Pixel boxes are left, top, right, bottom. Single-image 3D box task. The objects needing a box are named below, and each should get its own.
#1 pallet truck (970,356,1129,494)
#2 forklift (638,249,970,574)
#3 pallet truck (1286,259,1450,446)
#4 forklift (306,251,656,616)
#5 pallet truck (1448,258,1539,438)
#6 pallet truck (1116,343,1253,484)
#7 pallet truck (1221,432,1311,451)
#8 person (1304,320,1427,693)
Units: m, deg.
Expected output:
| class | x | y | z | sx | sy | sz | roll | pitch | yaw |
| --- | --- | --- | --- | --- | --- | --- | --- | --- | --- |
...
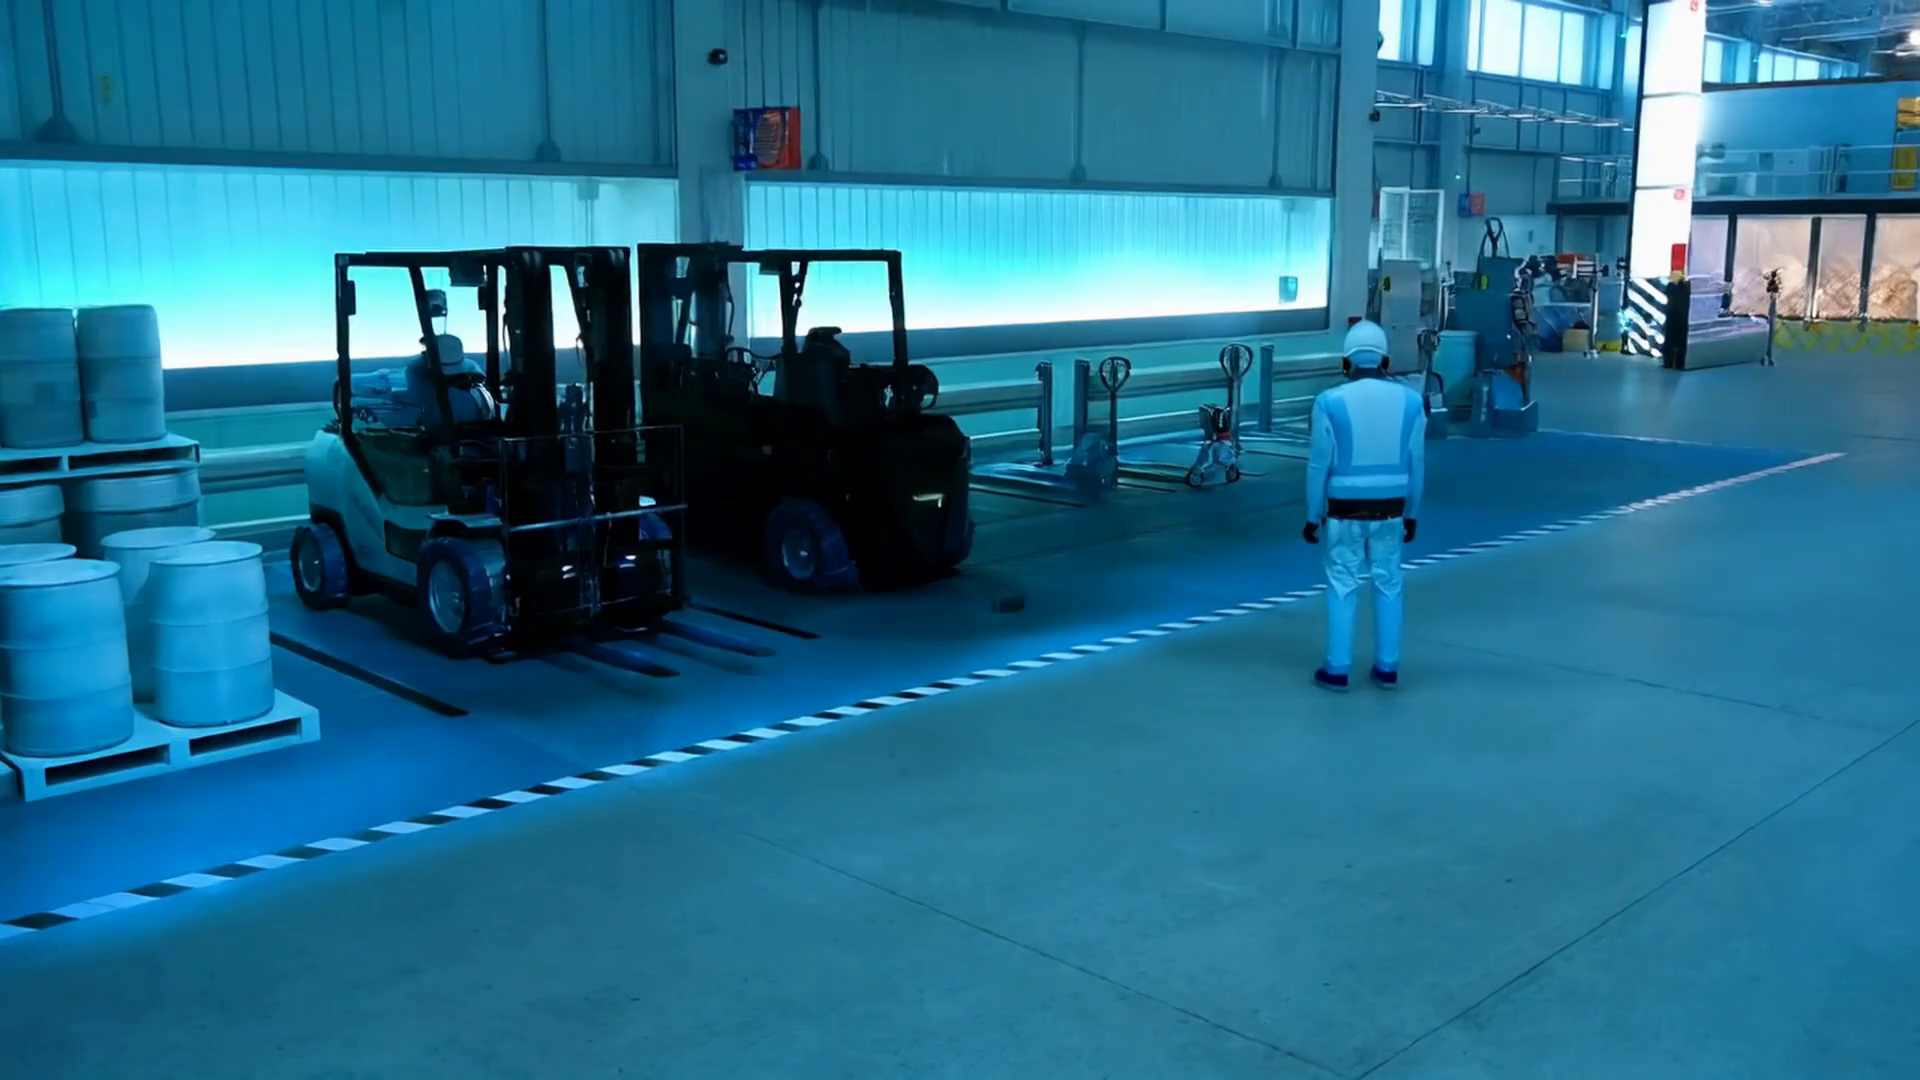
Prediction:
| class | x | y | z | sx | sy | sz | roll | pitch | yaw |
| --- | --- | --- | --- | --- | --- | --- | --- | --- | --- |
| pallet truck | 0.784 | -1.085 | 14.876 | 0.680 | 1.201 | 1.601 | -10 | 14 | -44 |
| forklift | -1.173 | -0.958 | 11.239 | 2.680 | 1.987 | 1.157 | 10 | 14 | 43 |
| pallet truck | 4.493 | -2.078 | 18.196 | 0.823 | 1.965 | 1.885 | -9 | 14 | -40 |
| forklift | -2.833 | -0.669 | 9.694 | 1.157 | 1.987 | 2.680 | -10 | 14 | -44 |
| pallet truck | 5.704 | -2.208 | 18.901 | 1.885 | 1.965 | 0.823 | 10 | 14 | 43 |
| pallet truck | 1.962 | -1.215 | 15.415 | 1.522 | 1.261 | 0.704 | 10 | 14 | 43 |
| pallet truck | 3.563 | -1.581 | 17.381 | 0.653 | 1.274 | 1.630 | -10 | 14 | -44 |
| person | 1.973 | -0.157 | 8.178 | 0.593 | 1.828 | 0.403 | -1 | 10 | -7 |
